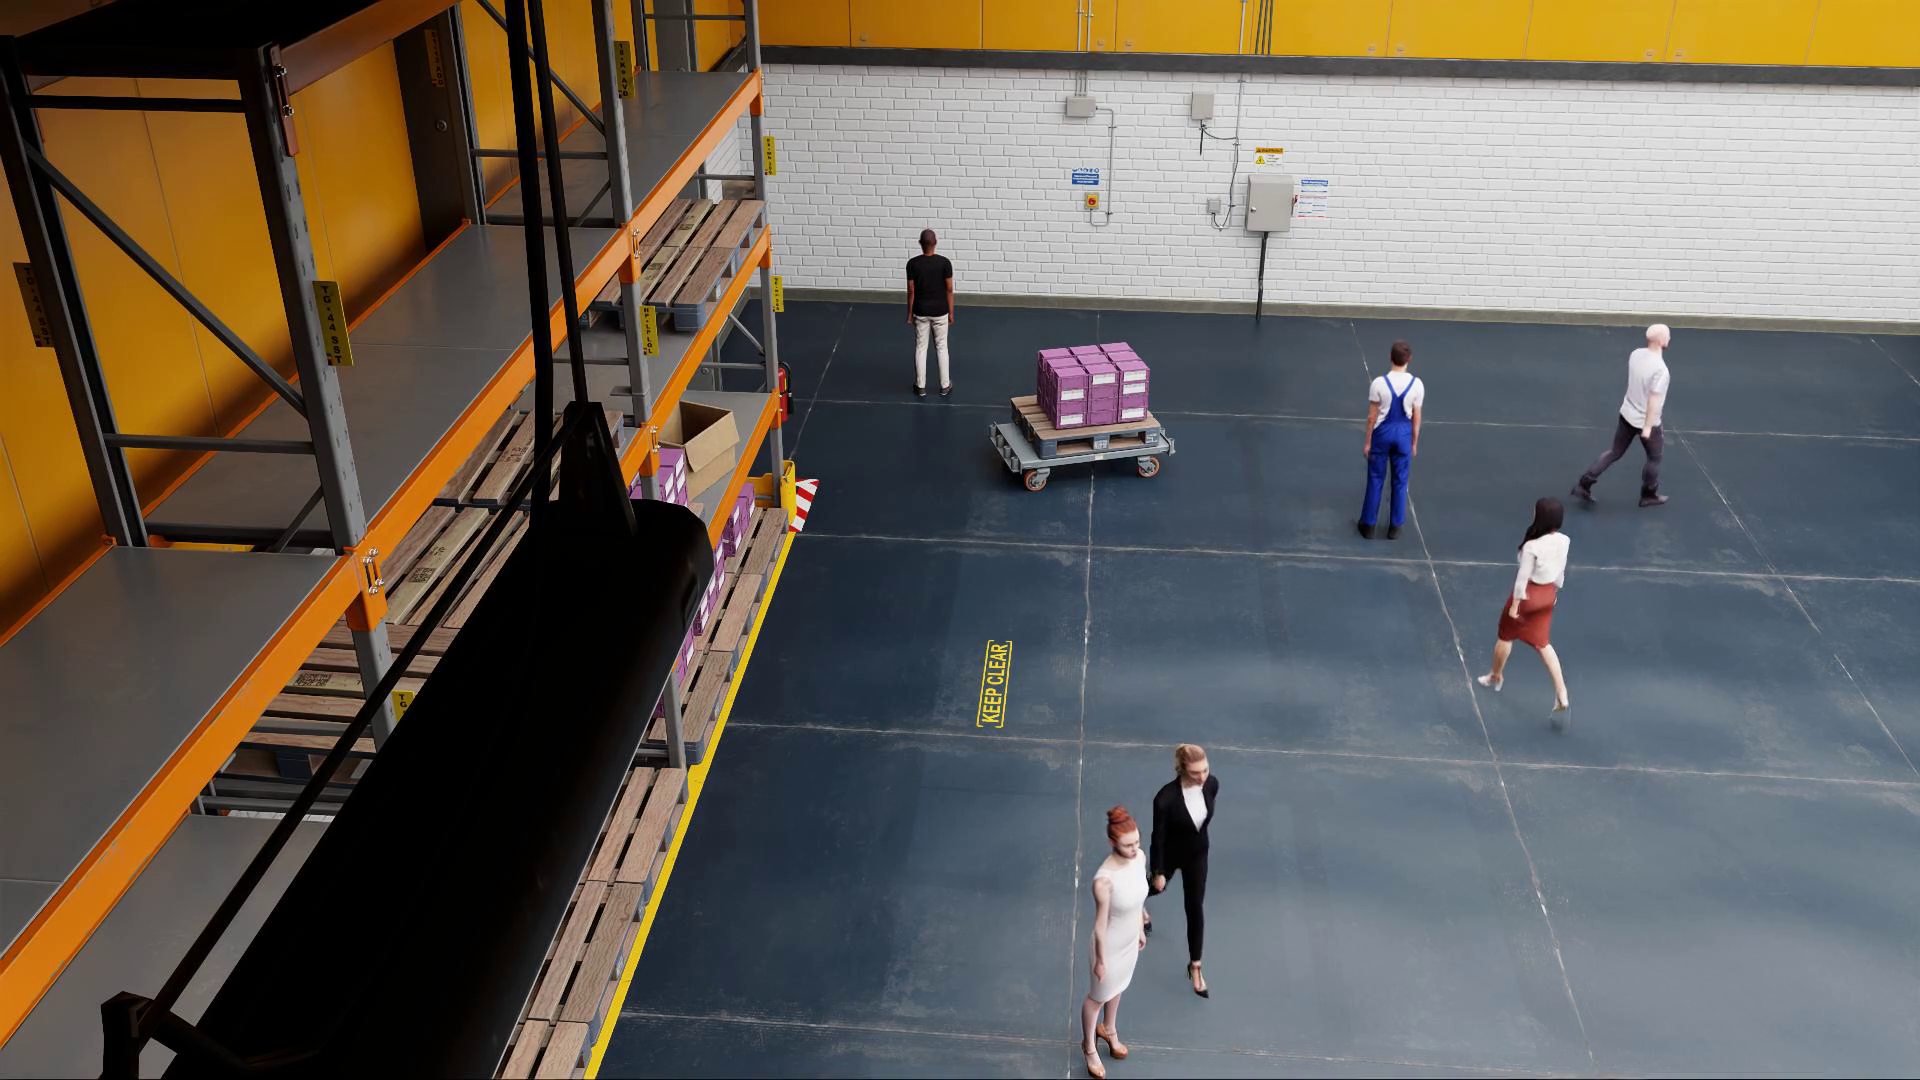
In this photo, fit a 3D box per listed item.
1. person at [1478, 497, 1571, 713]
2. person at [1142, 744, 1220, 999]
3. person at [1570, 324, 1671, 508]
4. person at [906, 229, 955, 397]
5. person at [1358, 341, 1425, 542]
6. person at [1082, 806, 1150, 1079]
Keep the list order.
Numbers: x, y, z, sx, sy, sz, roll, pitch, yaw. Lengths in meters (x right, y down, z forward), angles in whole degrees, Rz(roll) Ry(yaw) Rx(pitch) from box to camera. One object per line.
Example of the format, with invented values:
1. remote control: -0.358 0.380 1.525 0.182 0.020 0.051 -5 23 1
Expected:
1. person: 4.279 0.515 12.284 0.949 1.726 1.142 -13 31 -22
2. person: 1.255 1.849 9.908 0.966 1.660 1.191 -12 31 -21
3. person: 6.098 -1.095 15.153 0.968 1.806 1.209 -6 29 -10
4. person: -0.314 -2.393 17.534 0.683 1.804 0.627 -1 29 -2
5. person: 3.810 -0.879 14.712 0.630 1.849 0.571 4 29 7
6. person: 0.846 2.207 9.113 0.706 1.793 0.617 24 36 36
